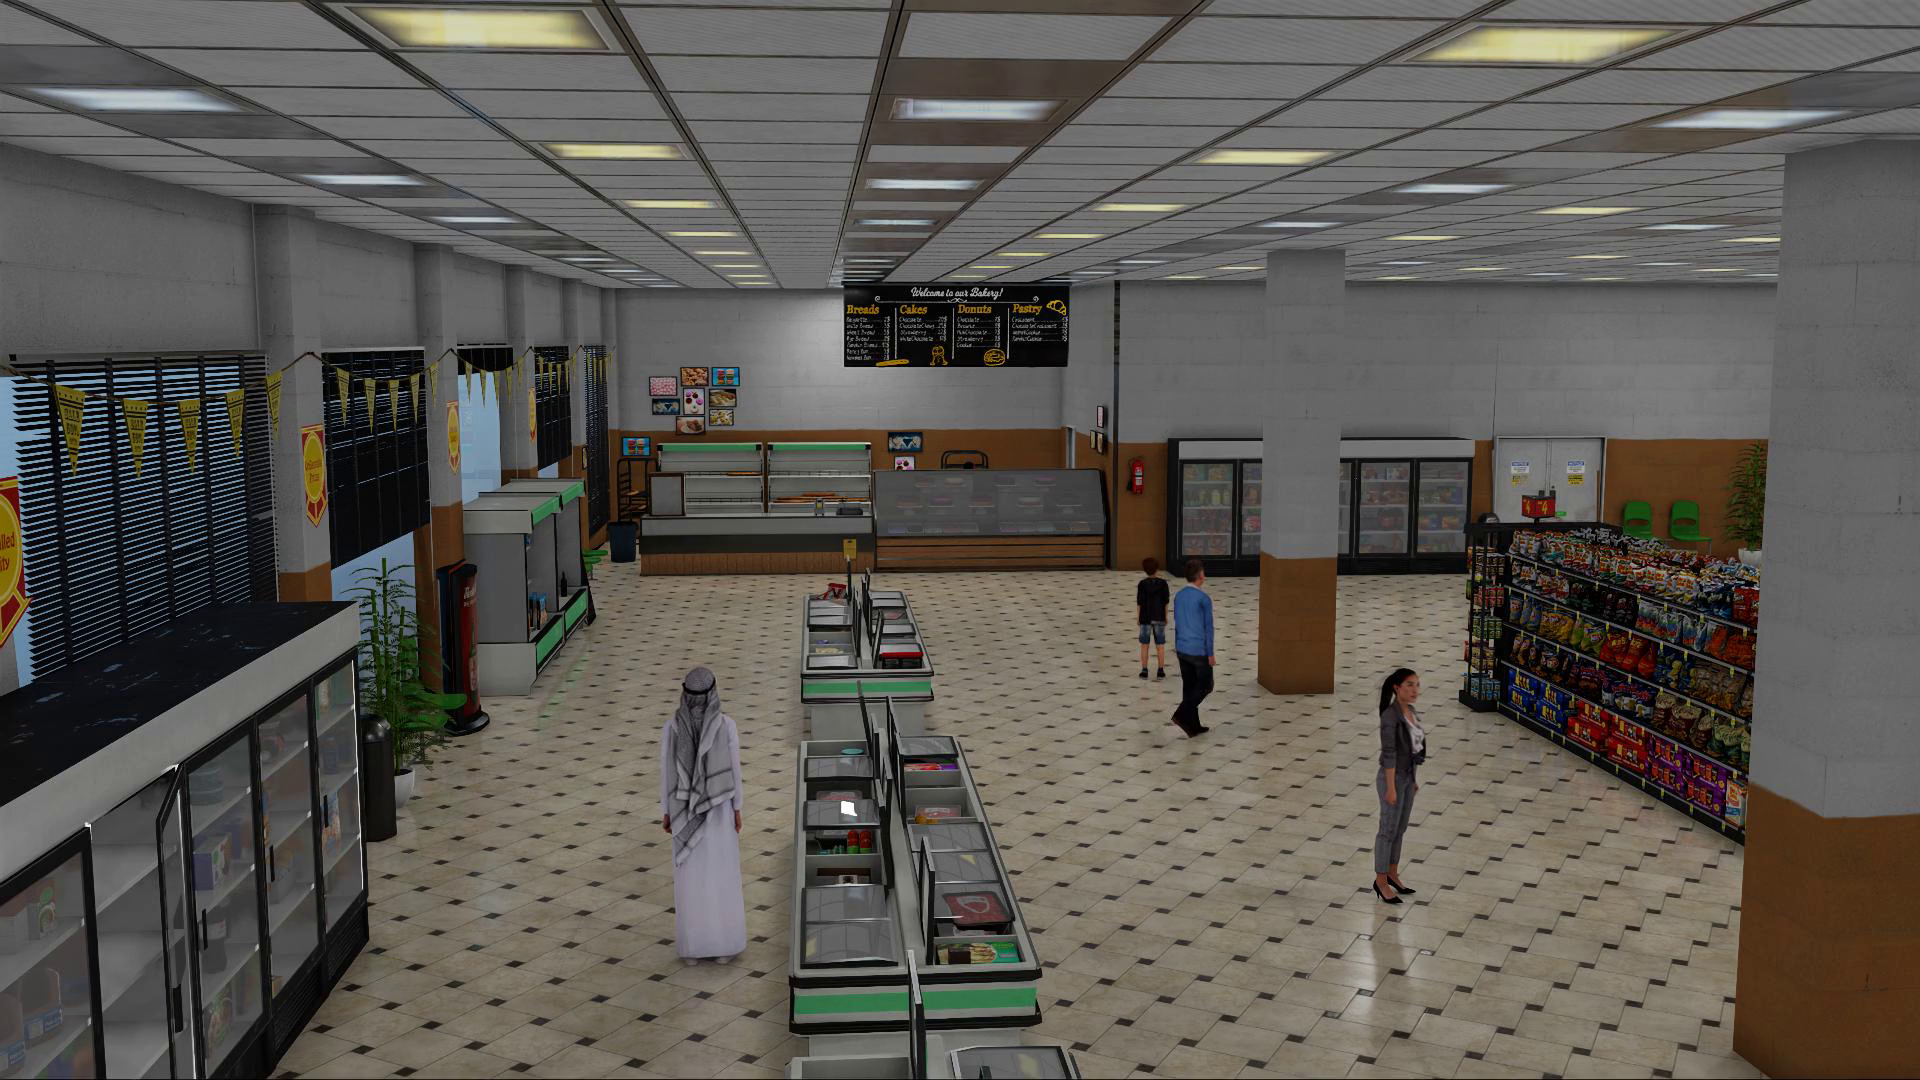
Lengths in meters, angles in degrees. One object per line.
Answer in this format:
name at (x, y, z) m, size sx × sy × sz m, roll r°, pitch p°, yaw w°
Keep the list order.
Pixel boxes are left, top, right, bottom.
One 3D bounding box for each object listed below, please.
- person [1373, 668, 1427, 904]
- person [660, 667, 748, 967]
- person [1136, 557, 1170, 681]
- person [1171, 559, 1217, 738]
person at (3.142, 1.742, 11.940) m, size 0.778 × 1.677 × 0.708 m, roll 5°, pitch 9°, yaw 36°
person at (-1.661, 1.766, 10.706) m, size 0.689 × 1.925 × 0.603 m, roll 0°, pitch 7°, yaw -3°
person at (2.272, 0.923, 19.674) m, size 0.561 × 1.447 × 0.539 m, roll 0°, pitch 7°, yaw 3°
person at (2.299, 1.101, 16.689) m, size 0.958 × 1.810 × 0.920 m, roll -5°, pitch 9°, yaw -37°
